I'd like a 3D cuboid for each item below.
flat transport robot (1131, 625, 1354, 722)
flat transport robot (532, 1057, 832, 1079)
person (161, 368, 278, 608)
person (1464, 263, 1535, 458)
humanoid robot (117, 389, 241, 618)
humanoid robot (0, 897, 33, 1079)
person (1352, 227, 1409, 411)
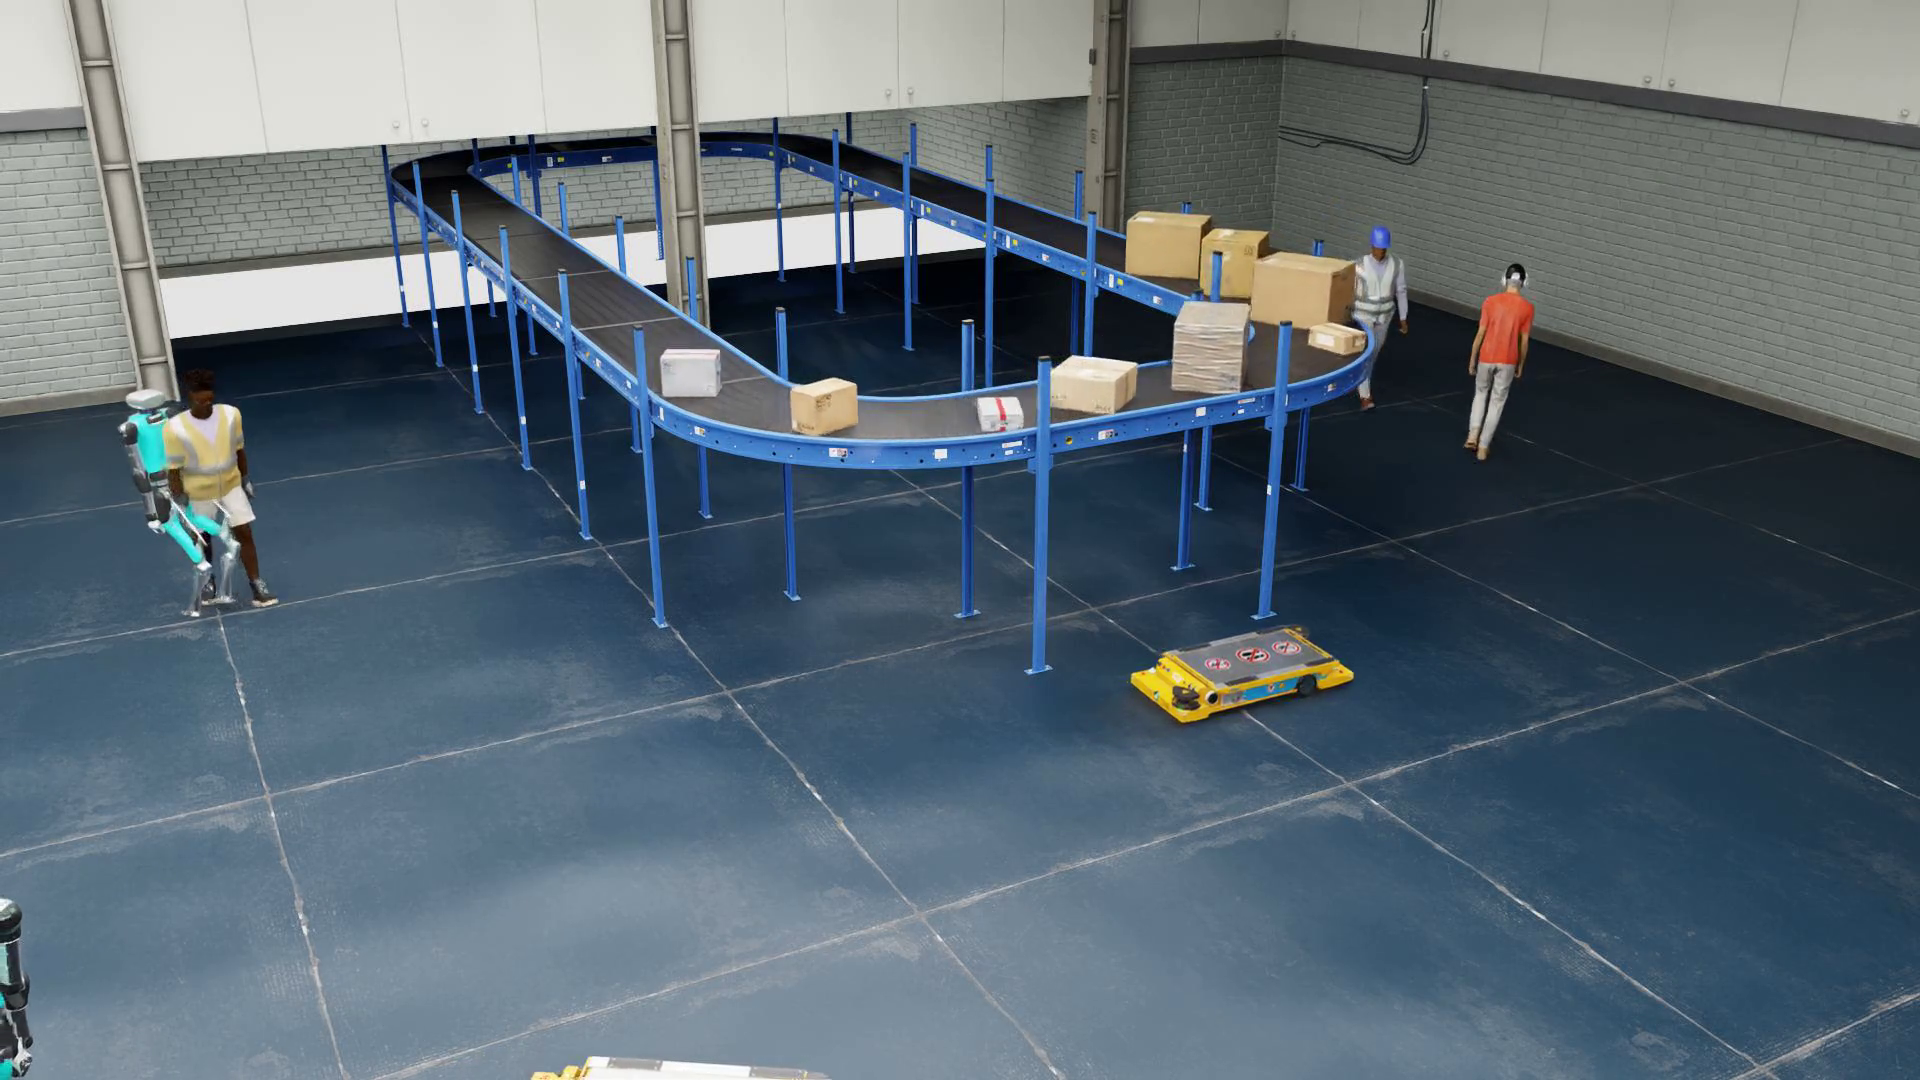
[{"bbox_3d":[1.973,0.921,11.599,1.431,0.231,0.659,-10,24,-24],"label":"flat transport robot"},{"bbox_3d":[-1.300,2.624,7.389,1.431,0.231,0.659,2,22,5],"label":"flat transport robot"},{"bbox_3d":[-5.634,-0.370,12.605,0.635,1.921,0.792,-20,29,-40],"label":"person"},{"bbox_3d":[5.183,-1.714,15.968,0.522,1.876,0.518,9,24,22],"label":"person"},{"bbox_3d":[-5.777,-0.250,12.540,0.827,1.761,0.543,6,23,14],"label":"humanoid robot"},{"bbox_3d":[-4.121,2.127,6.786,0.792,1.861,0.541,14,26,30],"label":"humanoid robot"},{"bbox_3d":[4.371,-2.311,17.401,0.623,1.901,0.952,-3,22,-6],"label":"person"}]
